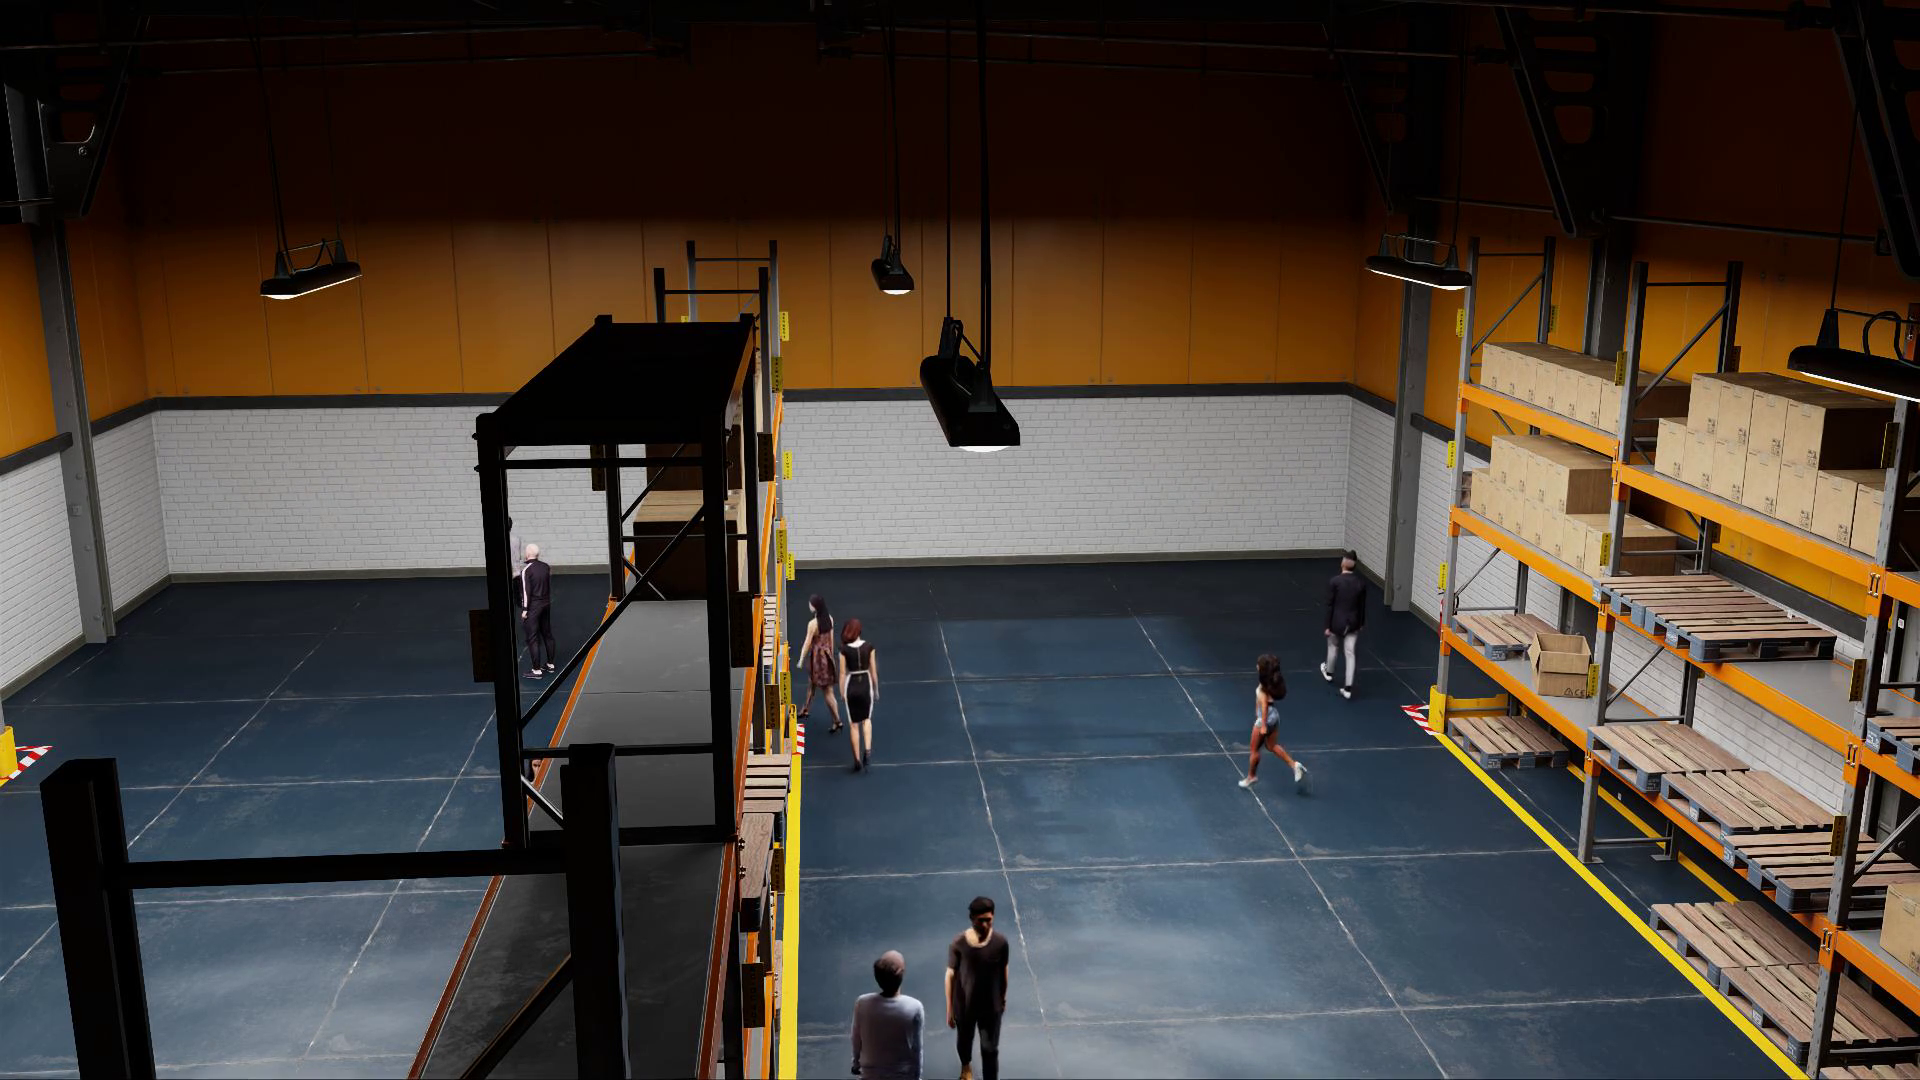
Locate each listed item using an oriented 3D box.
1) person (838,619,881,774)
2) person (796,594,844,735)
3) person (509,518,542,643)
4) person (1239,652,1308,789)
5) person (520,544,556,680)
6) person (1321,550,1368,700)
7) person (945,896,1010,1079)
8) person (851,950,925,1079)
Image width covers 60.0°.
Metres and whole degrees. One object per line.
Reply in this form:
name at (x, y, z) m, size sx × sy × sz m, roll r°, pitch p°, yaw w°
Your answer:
person at (-1.147, 1.799, 19.030) m, size 0.647 × 1.776 × 0.697 m, roll -3°, pitch 14°, yaw -12°
person at (-1.610, 1.538, 20.180) m, size 1.023 × 1.742 × 1.060 m, roll 7°, pitch 15°, yaw 28°
person at (-6.380, 0.593, 23.884) m, size 1.209 × 1.835 × 1.213 m, roll 9°, pitch 16°, yaw 33°
person at (3.468, 2.039, 18.406) m, size 0.873 × 1.602 × 0.986 m, roll 4°, pitch 14°, yaw 17°
person at (-5.700, 0.942, 22.437) m, size 0.817 × 1.837 × 0.699 m, roll 6°, pitch 15°, yaw 25°
person at (5.023, 1.118, 21.574) m, size 0.753 × 1.902 × 1.184 m, roll -1°, pitch 14°, yaw -3°
person at (0.109, 3.435, 12.497) m, size 0.654 × 1.671 × 1.059 m, roll -1°, pitch 14°, yaw -2°
person at (-0.499, 3.690, 11.077) m, size 0.780 × 1.844 × 1.261 m, roll 1°, pitch 14°, yaw 2°
